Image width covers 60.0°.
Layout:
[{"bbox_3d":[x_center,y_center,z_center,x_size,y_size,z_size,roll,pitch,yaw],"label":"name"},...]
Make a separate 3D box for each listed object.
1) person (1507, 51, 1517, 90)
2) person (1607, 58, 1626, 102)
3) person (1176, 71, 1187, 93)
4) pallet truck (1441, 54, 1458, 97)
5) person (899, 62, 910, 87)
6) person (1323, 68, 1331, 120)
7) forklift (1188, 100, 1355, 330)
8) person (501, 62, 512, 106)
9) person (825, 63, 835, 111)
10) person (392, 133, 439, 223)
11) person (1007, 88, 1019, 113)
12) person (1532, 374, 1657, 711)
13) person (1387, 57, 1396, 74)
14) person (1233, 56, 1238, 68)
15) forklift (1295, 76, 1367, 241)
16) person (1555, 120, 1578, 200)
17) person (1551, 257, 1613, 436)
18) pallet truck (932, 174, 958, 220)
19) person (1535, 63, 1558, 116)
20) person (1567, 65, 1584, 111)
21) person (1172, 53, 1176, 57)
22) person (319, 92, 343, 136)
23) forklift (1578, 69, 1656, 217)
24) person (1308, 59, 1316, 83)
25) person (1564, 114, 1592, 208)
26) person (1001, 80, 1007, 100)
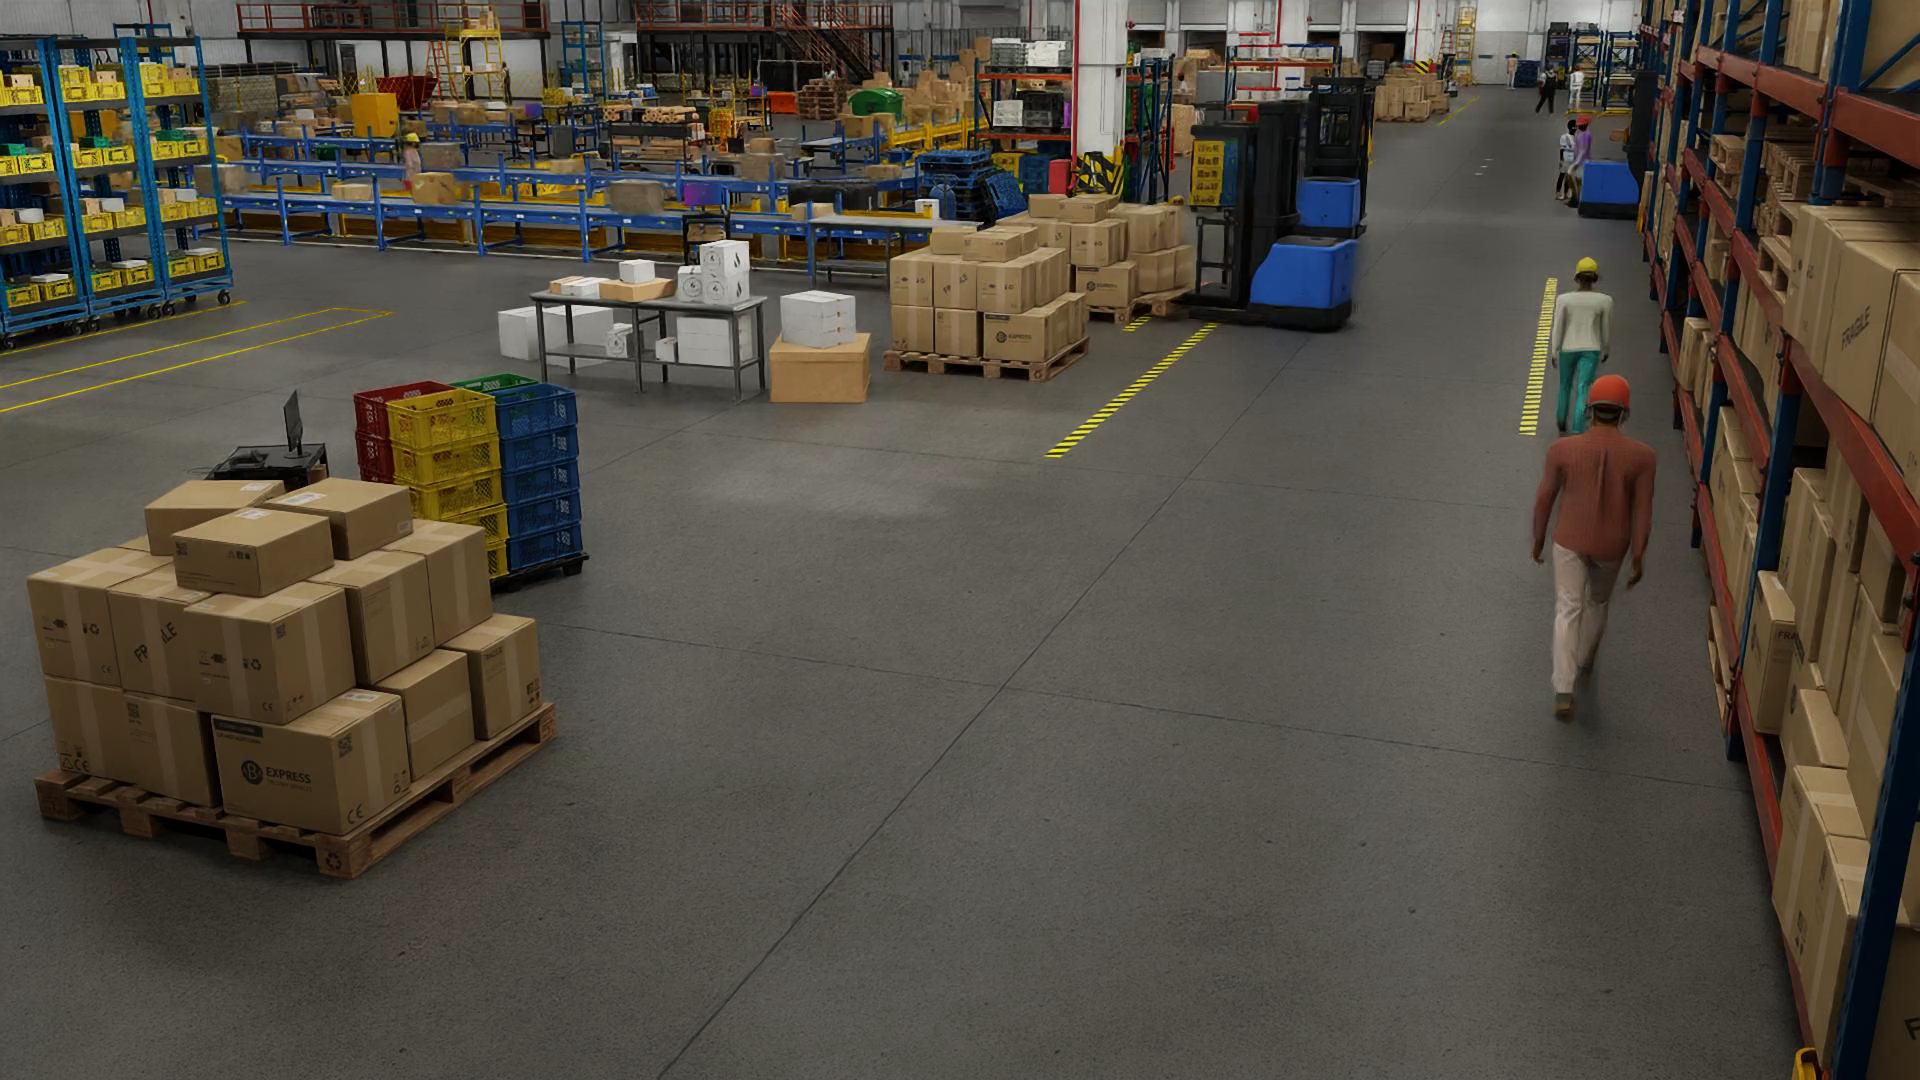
[{"bbox_3d":[28.587,-24.303,86.082,0.380,1.917,0.586,-13,22,-34],"label":"person"},{"bbox_3d":[29.392,-20.564,74.382,0.928,1.893,0.600,8,20,25],"label":"person"},{"bbox_3d":[7.651,-15.419,58.192,0.927,1.895,0.581,4,18,13],"label":"person"},{"bbox_3d":[22.765,-21.886,78.355,0.823,1.965,1.885,-4,18,-14],"label":"pallet truck"},{"bbox_3d":[-2.246,-18.452,67.689,0.502,1.936,0.620,10,20,28],"label":"person"},{"bbox_3d":[13.731,-16.677,62.206,0.333,1.866,0.515,-7,19,-21],"label":"person"},{"bbox_3d":[4.085,-4.225,21.431,1.873,2.768,1.129,9,20,27],"label":"forklift"},{"bbox_3d":[-19.438,-19.526,71.187,0.326,1.843,0.517,10,20,28],"label":"person"},{"bbox_3d":[-5.203,-18.160,66.783,0.398,1.915,0.589,-14,22,-37],"label":"person"},{"bbox_3d":[-10.373,-6.817,31.443,0.866,1.729,0.524,3,18,9],"label":"person"},{"bbox_3d":[1.574,-12.064,47.777,0.613,1.818,0.521,11,20,30],"label":"person"},{"bbox_3d":[3.654,0.005,9.660,0.630,1.950,1.009,6,19,18],"label":"person"},{"bbox_3d":[21.032,-22.585,80.901,0.962,1.789,0.631,7,19,20],"label":"person"},{"bbox_3d":[12.942,-21.761,78.101,0.594,1.921,0.630,8,19,24],"label":"person"},{"bbox_3d":[6.598,-6.755,29.381,1.129,2.768,1.873,6,19,19],"label":"forklift"},{"bbox_3d":[13.063,-8.149,35.681,0.541,1.695,0.316,-9,20,-26],"label":"person"},{"bbox_3d":[5.845,-1.793,15.676,0.530,1.720,0.918,6,19,18],"label":"person"},{"bbox_3d":[-0.507,-5.292,27.348,0.653,1.274,1.630,6,19,19],"label":"pallet truck"},{"bbox_3d":[22.757,-17.481,64.446,0.719,2.000,0.894,-2,18,-6],"label":"person"},{"bbox_3d":[24.783,-18.159,66.936,0.561,1.824,1.017,0,18,0],"label":"person"},{"bbox_3d":[11.057,-24.339,86.339,0.647,1.824,0.444,5,18,15],"label":"person"},{"bbox_3d":[-19.723,-13.494,52.008,1.059,1.986,0.616,-13,22,-36],"label":"person"},{"bbox_3d":[13.219,-7.740,32.475,1.873,2.768,1.129,6,19,18],"label":"forklift"},{"bbox_3d":[19.749,-26.632,93.270,0.382,1.996,0.608,6,19,19],"label":"person"},{"bbox_3d":[12.706,-7.783,34.182,0.496,1.908,0.550,0,18,0],"label":"person"},{"bbox_3d":[1.582,-17.231,64.140,0.499,1.733,0.543,8,19,23],"label":"person"}]
